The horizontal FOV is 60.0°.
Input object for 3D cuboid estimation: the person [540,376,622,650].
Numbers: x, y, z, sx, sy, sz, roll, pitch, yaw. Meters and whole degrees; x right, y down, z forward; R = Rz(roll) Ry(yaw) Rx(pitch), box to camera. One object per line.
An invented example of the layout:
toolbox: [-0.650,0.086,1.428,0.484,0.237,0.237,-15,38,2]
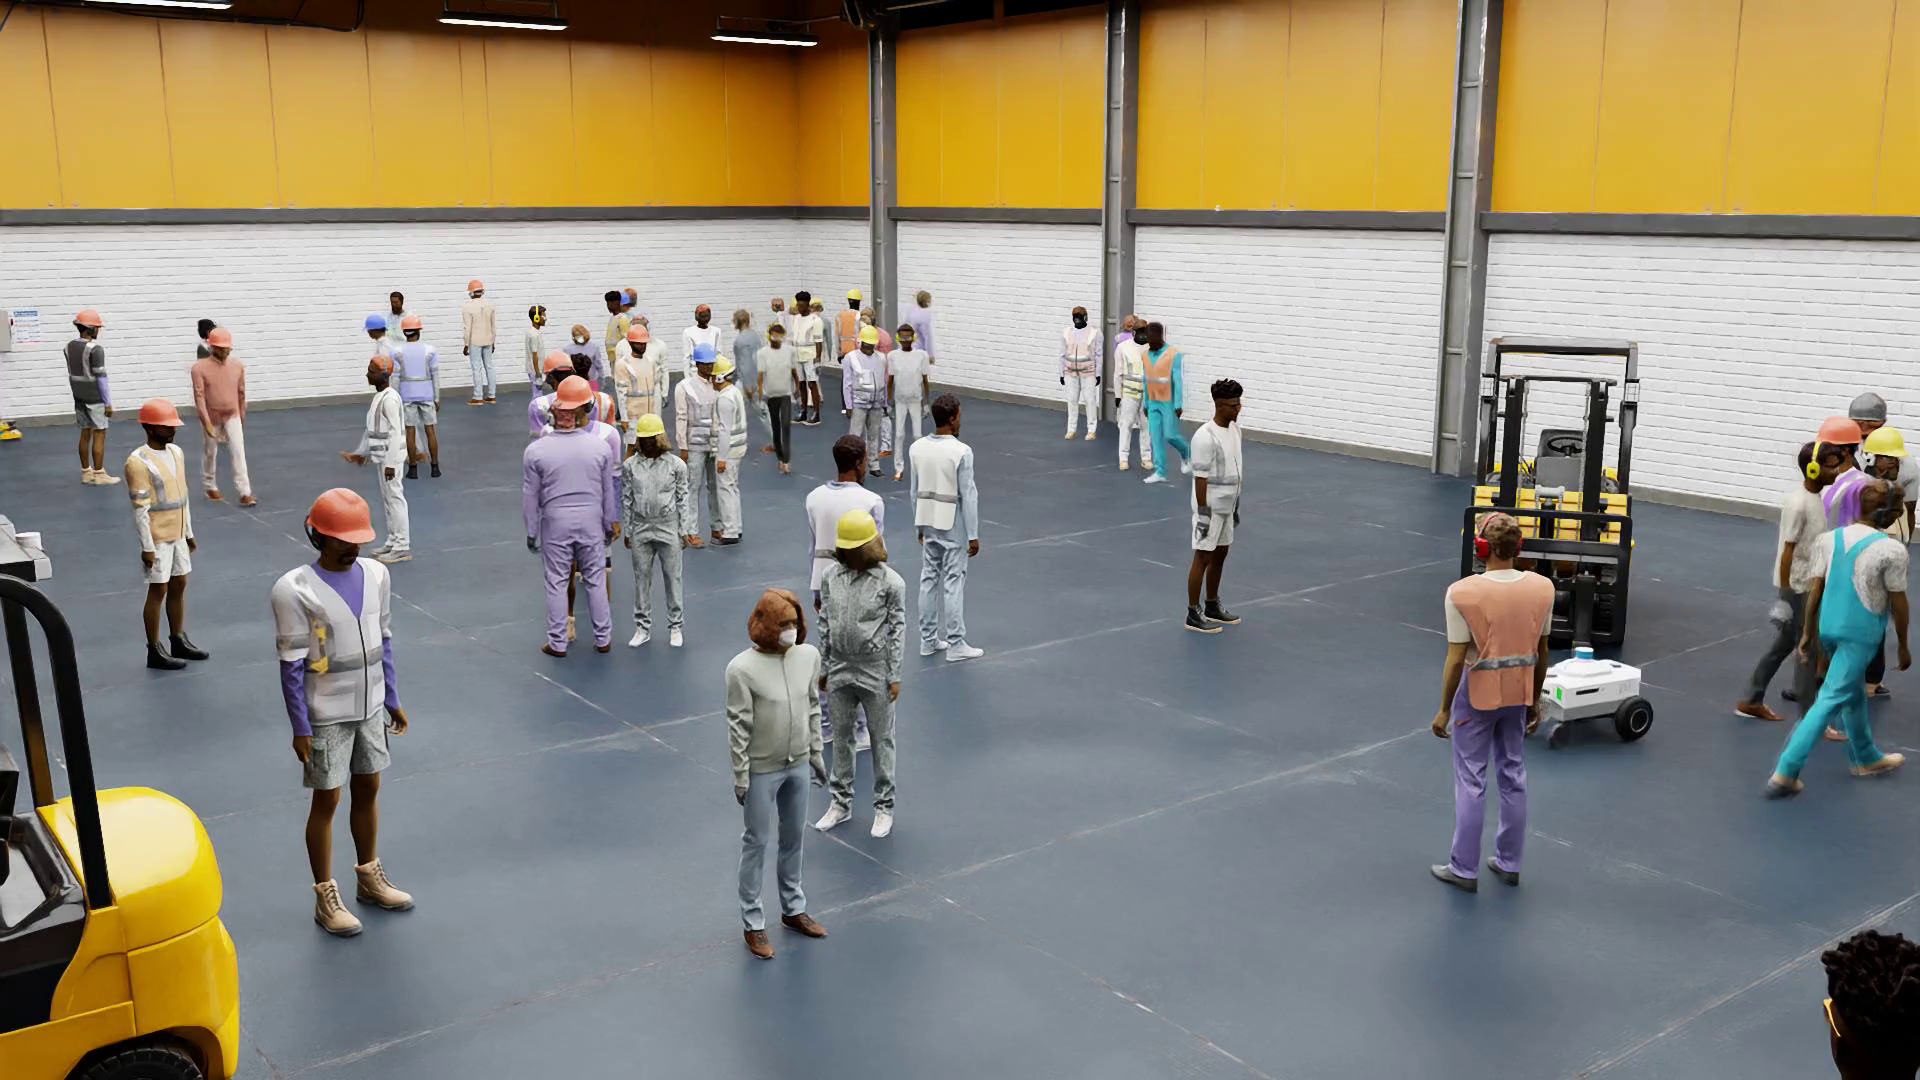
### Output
person: [-2.782,-0.193,12.189,0.605,2.033,0.392,0,12,2]

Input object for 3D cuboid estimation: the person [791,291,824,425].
person: [-2.245,-2.653,24.264,0.607,1.958,0.374,11,16,42]

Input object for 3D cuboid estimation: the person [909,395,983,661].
person: [-0.114,-0.086,11.952,0.593,1.917,0.391,10,15,40]

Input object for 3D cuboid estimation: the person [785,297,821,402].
person: [-2.534,-3.027,26.654,0.778,1.709,0.495,8,14,34]

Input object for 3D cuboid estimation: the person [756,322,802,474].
person: [-2.160,-1.701,19.982,0.531,1.814,0.912,-1,12,-6]

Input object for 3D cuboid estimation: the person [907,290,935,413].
person: [-0.624,-2.882,25.527,0.442,1.896,0.726,-4,12,-17]

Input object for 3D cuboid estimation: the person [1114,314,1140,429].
person: [2.437,-2.398,23.793,0.514,1.641,0.307,7,14,31]

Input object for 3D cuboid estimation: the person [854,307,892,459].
person: [-1.117,-2.000,21.184,0.628,1.929,0.357,11,16,42]

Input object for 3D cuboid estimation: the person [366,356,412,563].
person: [-5.235,-0.740,15.189,0.351,1.884,0.581,-6,13,-27]

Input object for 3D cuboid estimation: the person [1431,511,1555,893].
person: [2.542,0.780,7.944,0.571,1.841,0.376,-3,12,-16]

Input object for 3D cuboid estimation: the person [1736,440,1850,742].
person: [5.253,0.291,10.340,0.609,1.867,0.569,9,15,36]

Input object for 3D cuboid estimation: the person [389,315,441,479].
person: [-6.424,-1.686,19.634,0.547,1.934,0.376,-5,13,-23]

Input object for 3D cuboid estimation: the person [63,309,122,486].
person: [-9.979,-1.632,19.151,0.611,2.031,0.410,6,13,28]

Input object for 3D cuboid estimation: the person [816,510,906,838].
person: [-0.527,0.690,8.646,0.483,1.736,0.312,4,12,20]

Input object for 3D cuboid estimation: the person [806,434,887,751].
person: [-0.692,0.321,10.017,0.591,1.911,0.390,11,16,41]

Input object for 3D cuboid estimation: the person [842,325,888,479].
person: [-1.086,-1.603,19.509,0.589,1.822,0.403,-7,14,-32]

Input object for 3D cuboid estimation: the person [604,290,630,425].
person: [-5.000,-2.668,24.319,0.368,1.960,0.602,-6,13,-28]

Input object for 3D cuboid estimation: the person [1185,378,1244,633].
person: [1.977,-0.270,12.755,0.387,1.957,0.603,8,14,35]

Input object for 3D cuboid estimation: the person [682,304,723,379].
person: [-3.466,-2.242,22.471,0.581,1.879,0.344,-8,14,-32]

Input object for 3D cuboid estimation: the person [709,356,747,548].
person: [-2.236,-0.845,15.870,0.403,1.817,0.601,0,12,-1]

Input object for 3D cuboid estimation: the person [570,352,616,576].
person: [-3.309,-0.665,14.625,0.612,1.965,0.362,-8,14,-34]

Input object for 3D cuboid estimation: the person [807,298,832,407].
person: [-2.302,-2.978,26.431,0.534,1.696,0.900,3,12,14]

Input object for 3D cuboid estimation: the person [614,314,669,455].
person: [-3.840,-1.769,20.103,0.651,1.907,0.409,-2,12,-9]

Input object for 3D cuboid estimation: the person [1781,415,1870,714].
person: [5.597,0.162,10.708,0.376,1.935,0.548,1,12,6]

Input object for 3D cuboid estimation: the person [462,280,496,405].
person: [-7.685,-3.154,26.580,0.382,1.995,0.612,8,14,34]

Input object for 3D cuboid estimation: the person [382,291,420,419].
person: [-8.306,-2.732,24.722,0.587,1.920,0.390,1,12,4]

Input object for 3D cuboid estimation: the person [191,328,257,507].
person: [-7.973,-1.329,17.946,0.591,1.937,0.993,-11,16,-43]

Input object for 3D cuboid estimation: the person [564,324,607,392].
person: [-5.127,-2.158,22.703,0.565,1.603,0.534,-6,13,-28]

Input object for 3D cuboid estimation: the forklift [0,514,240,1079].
forklift: [-3.687,1.115,5.480,2.313,2.155,1.214,-9,15,-36]

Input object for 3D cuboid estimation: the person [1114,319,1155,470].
person: [2.186,-1.770,20.268,0.629,1.842,0.429,-2,12,-10]

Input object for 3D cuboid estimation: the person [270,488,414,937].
person: [-2.775,0.765,7.562,0.388,2.034,0.605,7,13,29]

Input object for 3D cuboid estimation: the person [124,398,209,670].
person: [-5.590,-0.044,11.738,0.395,1.929,0.539,1,12,7]

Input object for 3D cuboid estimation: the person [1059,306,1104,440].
person: [1.645,-2.279,22.758,0.629,1.837,0.429,5,13,22]

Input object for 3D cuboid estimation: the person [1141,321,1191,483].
person: [2.429,-1.628,19.494,0.710,1.881,0.621,-10,16,-41]

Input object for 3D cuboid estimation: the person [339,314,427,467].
person: [-7.134,-1.840,20.503,1.040,1.875,0.652,-2,12,-11]

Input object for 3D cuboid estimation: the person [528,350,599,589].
person: [-3.326,-0.574,14.010,0.607,2.041,0.377,-8,14,-33]

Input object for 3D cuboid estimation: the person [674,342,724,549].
person: [-2.421,-0.905,15.829,0.605,1.949,0.384,-10,15,-39]

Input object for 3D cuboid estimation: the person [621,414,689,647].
person: [-2.248,-0.065,12.273,0.494,1.743,0.308,0,12,1]

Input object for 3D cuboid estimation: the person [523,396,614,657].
person: [-2.839,-0.102,12.106,0.662,1.895,0.402,-5,13,-23]

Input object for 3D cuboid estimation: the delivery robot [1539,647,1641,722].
delivery robot: [3.833,0.904,10.250,0.707,0.478,0.477,-5,13,-24]

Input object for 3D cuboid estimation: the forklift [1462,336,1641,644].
forklift: [4.683,-0.471,13.136,1.214,2.155,2.313,4,12,20]

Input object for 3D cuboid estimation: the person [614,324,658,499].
person: [-3.488,-1.383,18.162,0.357,1.936,0.551,8,14,33]

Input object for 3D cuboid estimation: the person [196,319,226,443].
person: [-10.110,-2.133,22.376,0.435,1.682,0.552,1,12,4]

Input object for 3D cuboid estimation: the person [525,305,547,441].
person: [-5.699,-2.228,22.453,0.326,1.858,0.508,-3,12,-15]

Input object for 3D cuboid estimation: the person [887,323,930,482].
person: [-0.604,-1.597,19.397,0.506,1.862,0.321,1,12,3]

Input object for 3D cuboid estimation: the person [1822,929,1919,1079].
person: [1.715,1.694,3.237,0.607,1.965,0.367,2,12,9]

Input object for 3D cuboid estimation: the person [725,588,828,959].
person: [-0.803,1.010,7.350,0.498,1.633,0.289,-11,16,-43]

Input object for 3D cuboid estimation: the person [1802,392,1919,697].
person: [5.987,0.017,11.153,0.687,2.000,0.535,5,13,25]

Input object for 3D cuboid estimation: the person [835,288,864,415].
person: [-1.617,-2.864,25.347,0.594,1.922,0.385,7,13,29]

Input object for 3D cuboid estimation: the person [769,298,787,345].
person: [-3.012,-3.210,27.711,0.306,1.639,0.524,-3,12,-15]

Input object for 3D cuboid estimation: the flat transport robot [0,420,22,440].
flat transport robot: [-13.601,-1.461,22.585,1.431,0.197,0.652,-8,14,-33]

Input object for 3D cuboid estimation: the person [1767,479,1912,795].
person: [4.948,0.545,9.262,1.013,1.792,0.517,-4,12,-16]
